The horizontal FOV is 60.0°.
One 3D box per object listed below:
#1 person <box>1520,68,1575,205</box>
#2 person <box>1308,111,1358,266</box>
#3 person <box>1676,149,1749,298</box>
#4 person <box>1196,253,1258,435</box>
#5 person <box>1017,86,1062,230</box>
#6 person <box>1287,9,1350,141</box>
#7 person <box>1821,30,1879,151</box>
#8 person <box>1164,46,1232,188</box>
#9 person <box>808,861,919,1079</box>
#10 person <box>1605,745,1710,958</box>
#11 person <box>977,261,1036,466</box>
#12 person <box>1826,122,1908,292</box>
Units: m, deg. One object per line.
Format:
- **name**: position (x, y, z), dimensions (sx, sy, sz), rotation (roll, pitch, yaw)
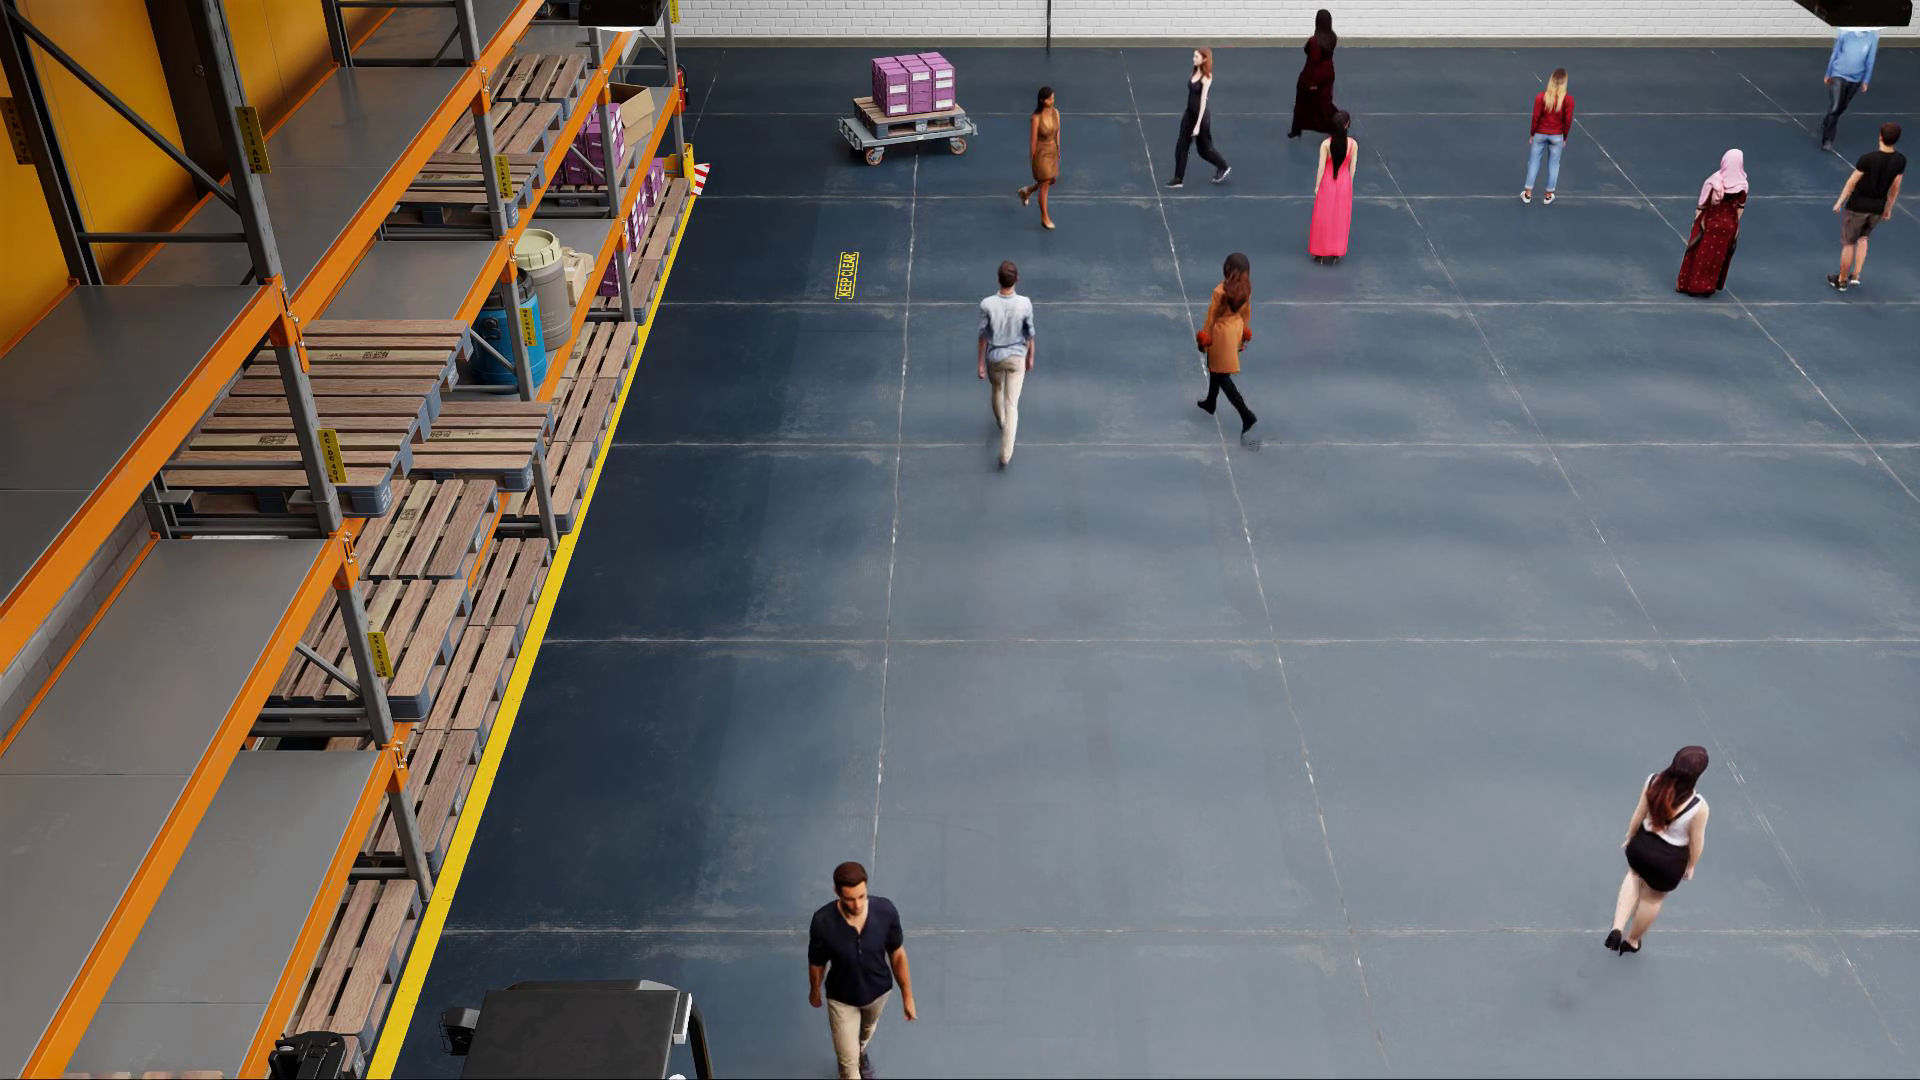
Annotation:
- **person**: position (7.010, -4.812, 19.806), dimensions (0.663, 1.634, 0.625), rotation (10, 35, 14)
- **person**: position (4.125, -3.872, 18.310), dimensions (0.608, 1.726, 0.561), rotation (-1, 34, -2)
- **person**: position (8.016, -3.357, 17.614), dimensions (0.712, 1.637, 0.672), rotation (7, 34, 10)
- **person**: position (2.475, -1.768, 15.173), dimensions (1.079, 1.695, 1.215), rotation (-22, 39, -29)
- **person**: position (0.911, -4.430, 19.199), dimensions (0.922, 1.671, 0.875), rotation (27, 42, 34)
- **person**: position (4.686, -5.914, 21.381), dimensions (1.094, 1.727, 1.165), rotation (-28, 43, -35)
- **person**: position (11.433, -5.996, 21.471), dimensions (0.905, 1.763, 1.318), rotation (9, 35, 13)
- **person**: position (2.972, -5.112, 20.184), dimensions (0.991, 1.717, 1.122), rotation (-17, 37, -24)
- **person**: position (-0.571, 2.336, 8.889), dimensions (0.911, 1.816, 1.187), rotation (-11, 35, -16)
- **person**: position (4.040, 1.883, 9.732), dimensions (0.809, 1.636, 0.751), rotation (-28, 43, -35)
- **person**: position (0.406, -1.535, 14.726), dimensions (0.719, 1.800, 1.248), rotation (2, 34, 3)
- **person**: position (9.625, -3.491, 17.622), dimensions (0.676, 1.852, 0.596), rotation (-1, 34, -1)
